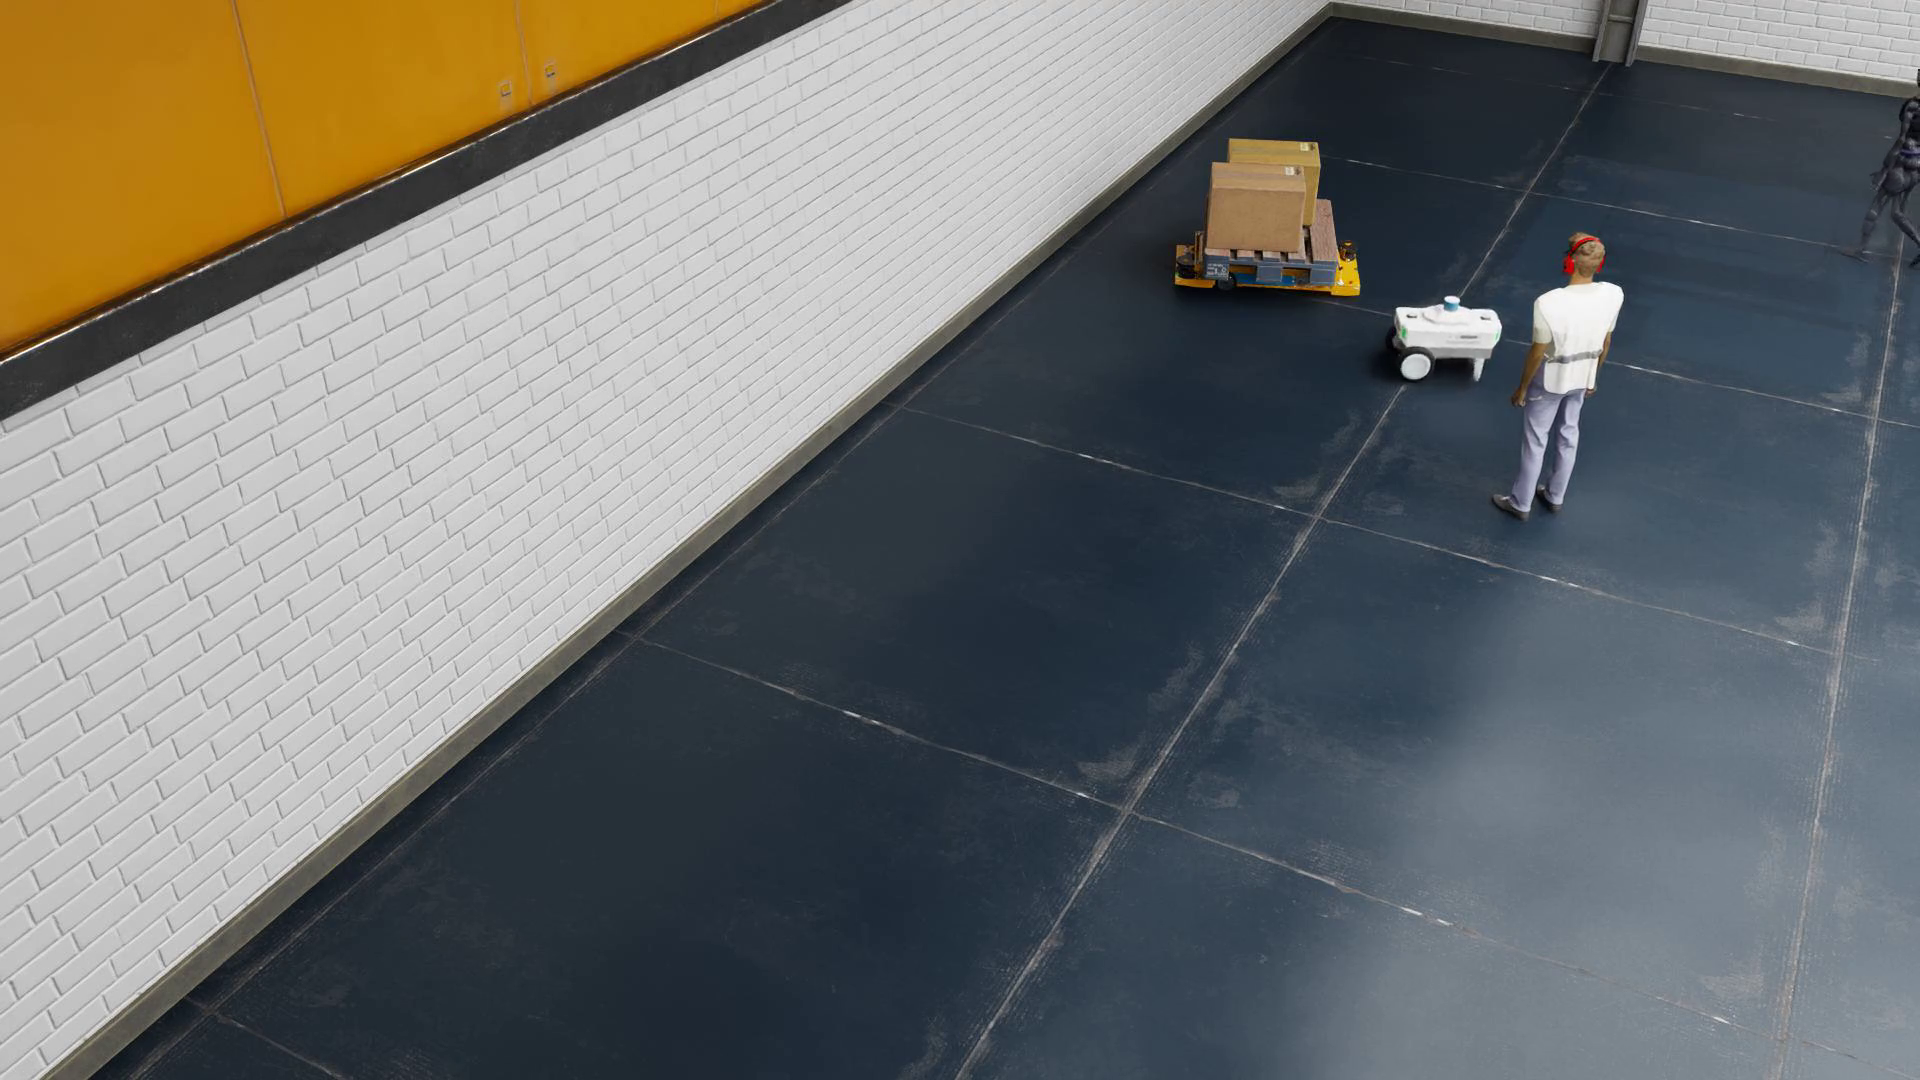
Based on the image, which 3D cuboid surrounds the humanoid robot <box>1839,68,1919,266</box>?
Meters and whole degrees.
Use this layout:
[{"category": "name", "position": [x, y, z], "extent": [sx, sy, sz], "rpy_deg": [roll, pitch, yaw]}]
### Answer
[{"category": "humanoid robot", "position": [7.501, -2.931, 13.094], "extent": [0.590, 1.639, 0.647], "rpy_deg": [-27, 42, -34]}]

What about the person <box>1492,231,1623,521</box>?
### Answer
[{"category": "person", "position": [3.599, -0.948, 9.974], "extent": [0.568, 1.844, 0.380], "rpy_deg": [-10, 35, -15]}]

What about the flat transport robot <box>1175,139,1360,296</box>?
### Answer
[{"category": "flat transport robot", "position": [2.442, -2.198, 13.248], "extent": [1.431, 0.231, 0.659], "rpy_deg": [4, 34, 6]}]

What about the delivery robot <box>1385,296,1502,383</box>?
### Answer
[{"category": "delivery robot", "position": [3.434, -1.442, 11.872], "extent": [0.772, 0.601, 0.525], "rpy_deg": [2, 34, 2]}]
